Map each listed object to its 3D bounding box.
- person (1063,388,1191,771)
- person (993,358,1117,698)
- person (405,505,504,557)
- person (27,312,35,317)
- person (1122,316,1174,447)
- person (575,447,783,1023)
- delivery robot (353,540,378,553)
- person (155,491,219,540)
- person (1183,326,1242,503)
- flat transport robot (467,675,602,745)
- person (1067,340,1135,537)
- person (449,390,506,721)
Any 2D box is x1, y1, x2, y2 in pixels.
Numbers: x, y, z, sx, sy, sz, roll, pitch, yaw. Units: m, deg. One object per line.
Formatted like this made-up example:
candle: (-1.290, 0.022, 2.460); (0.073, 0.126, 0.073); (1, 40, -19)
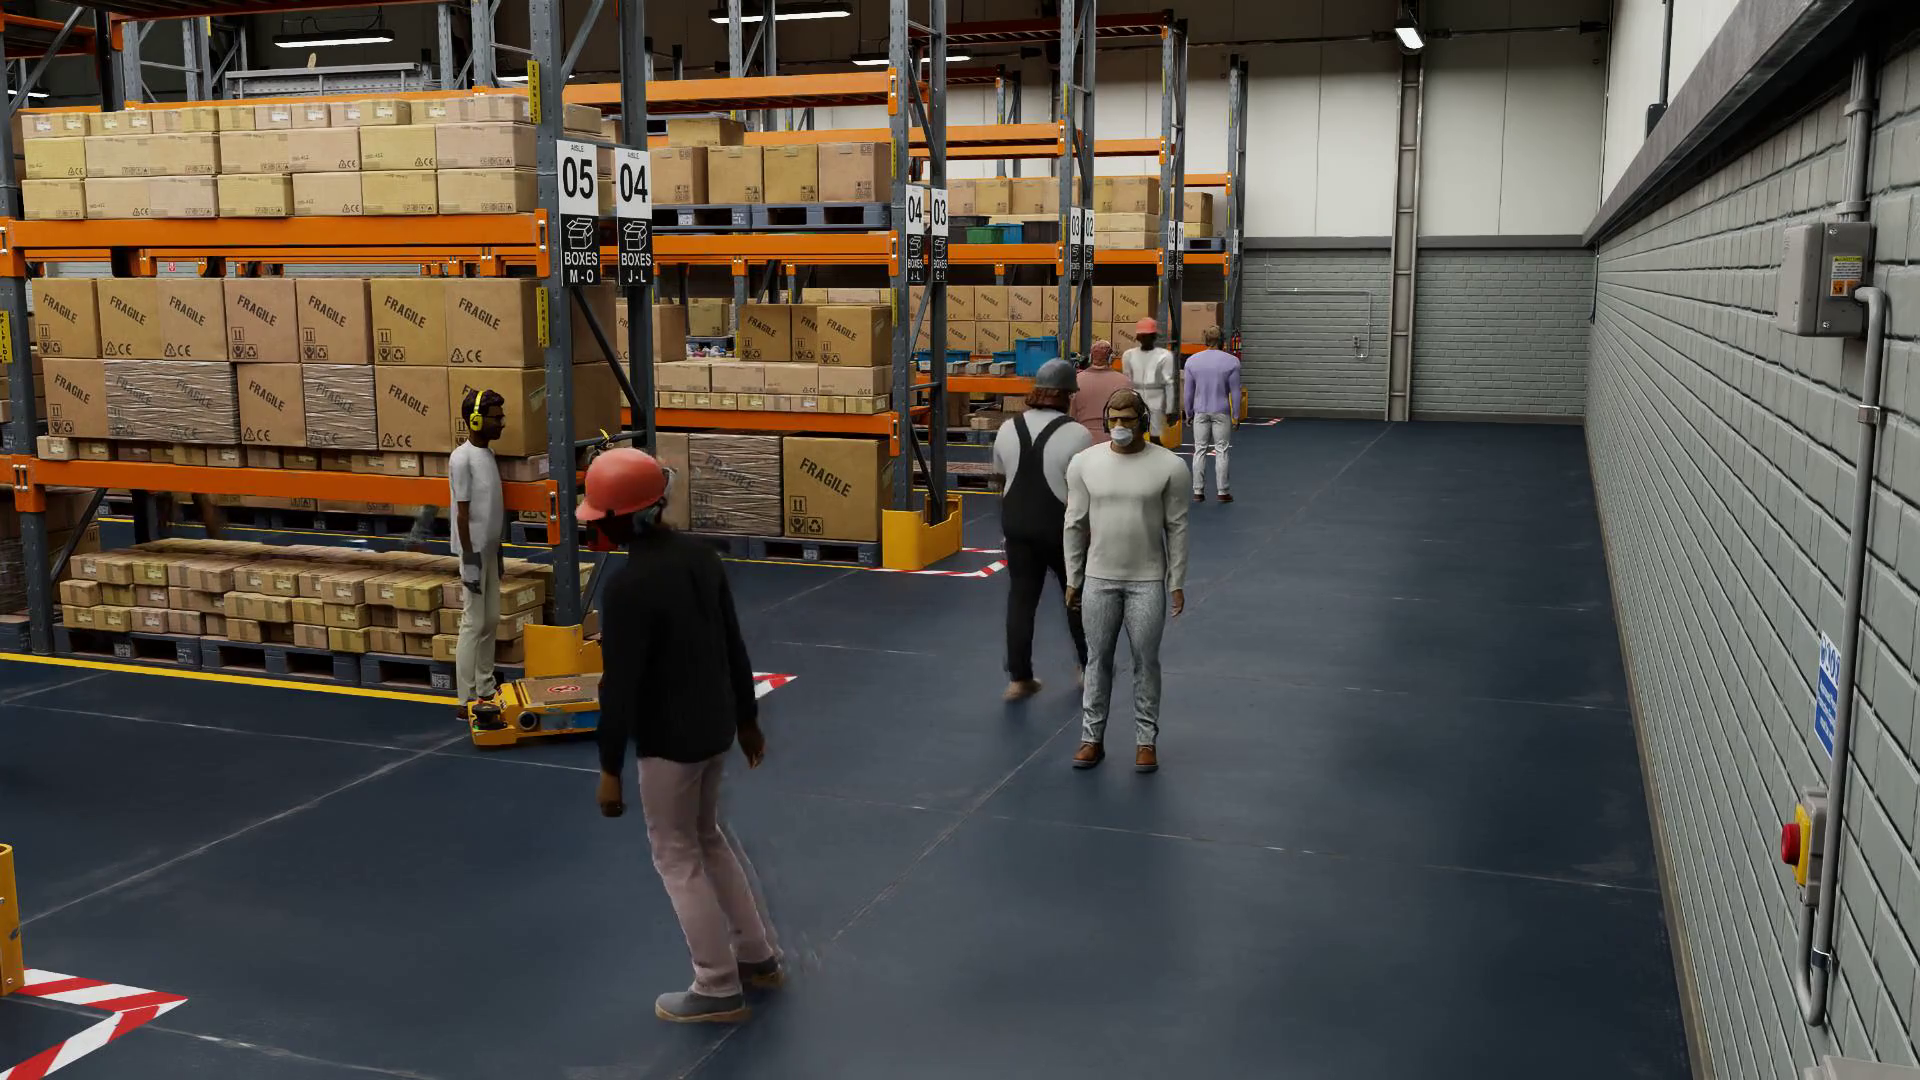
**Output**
person: (0.830, 0.203, 8.373); (0.634, 1.938, 0.355); (2, 9, 13)
person: (0.584, -0.102, 9.960); (0.697, 2.000, 0.904); (6, 11, 32)
person: (-4.459, -0.737, 14.430); (1.043, 1.894, 0.642); (3, 10, 18)
person: (-15.064, -2.757, 27.029); (0.613, 1.872, 0.952); (-1, 9, -5)
person: (2.171, -1.565, 19.167); (0.611, 2.022, 0.800); (3, 10, 18)
person: (-0.958, 0.656, 5.510); (0.518, 1.947, 0.648); (3, 10, 20)
delivery robot: (-4.369, 0.243, 12.138); (0.707, 0.478, 0.477); (4, 10, 23)
person: (-6.618, -0.720, 13.915); (0.967, 2.000, 0.642); (2, 9, 13)
person: (2.757, -1.365, 18.162); (0.635, 1.935, 0.351); (4, 10, 21)
flat transport robot: (-1.970, 0.900, 9.211); (1.431, 0.197, 0.652); (-3, 10, -19)
person: (1.267, -0.848, 15.035); (0.651, 1.906, 0.402); (1, 9, 8)
person: (-2.681, 0.089, 9.342); (0.326, 1.860, 0.514); (1, 9, 5)
